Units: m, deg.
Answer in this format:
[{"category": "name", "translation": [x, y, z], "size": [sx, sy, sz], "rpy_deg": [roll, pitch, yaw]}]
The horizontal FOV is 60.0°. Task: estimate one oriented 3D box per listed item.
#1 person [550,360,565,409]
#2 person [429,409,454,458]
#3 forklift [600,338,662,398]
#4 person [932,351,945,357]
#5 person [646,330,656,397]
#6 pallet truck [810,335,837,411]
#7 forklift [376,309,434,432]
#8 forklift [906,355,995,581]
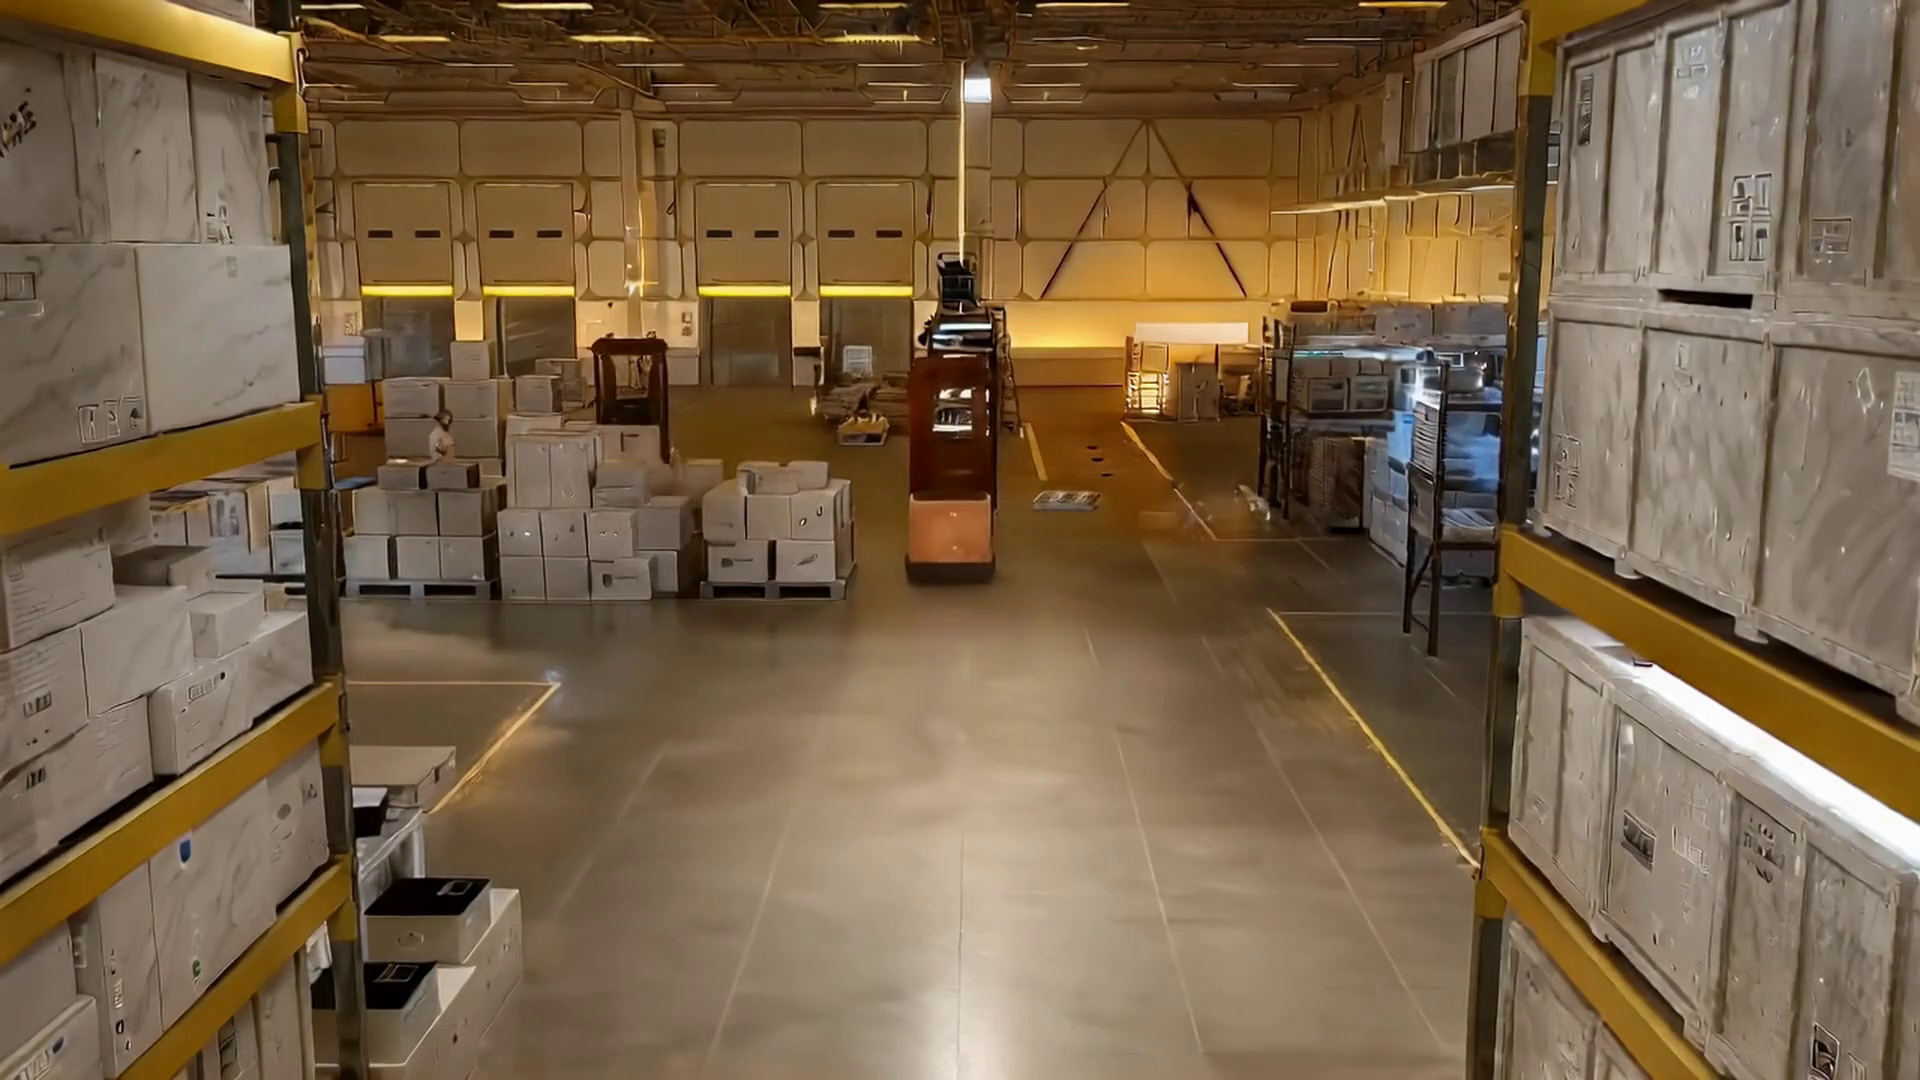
[{"category": "person", "translation": [-8.262, -2.728, 34.158], "size": [0.355, 1.938, 0.545], "rpy_deg": [-2, 10, -12]}, {"category": "person", "translation": [-7.310, -0.890, 23.552], "size": [0.371, 1.940, 0.627], "rpy_deg": [-1, 10, -6]}, {"category": "forklift", "translation": [-5.031, -1.723, 25.645], "size": [1.129, 2.768, 1.873], "rpy_deg": [-2, 10, -9]}, {"category": "person", "translation": [-0.617, -3.811, 40.498], "size": [0.779, 1.910, 0.644], "rpy_deg": [-5, 11, -26]}, {"category": "person", "translation": [-8.737, -5.000, 47.299], "size": [0.389, 1.930, 0.544], "rpy_deg": [-9, 13, -43]}, {"category": "pallet truck", "translation": [-3.021, -4.312, 43.126], "size": [1.885, 1.965, 0.823], "rpy_deg": [3, 10, 17]}, {"category": "forklift", "translation": [-12.349, -3.849, 37.908], "size": [1.873, 2.768, 1.129], "rpy_deg": [-8, 13, -40]}, {"category": "forklift", "translation": [-0.117, -0.973, 21.318], "size": [1.129, 2.768, 1.873], "rpy_deg": [0, 10, 1]}]
